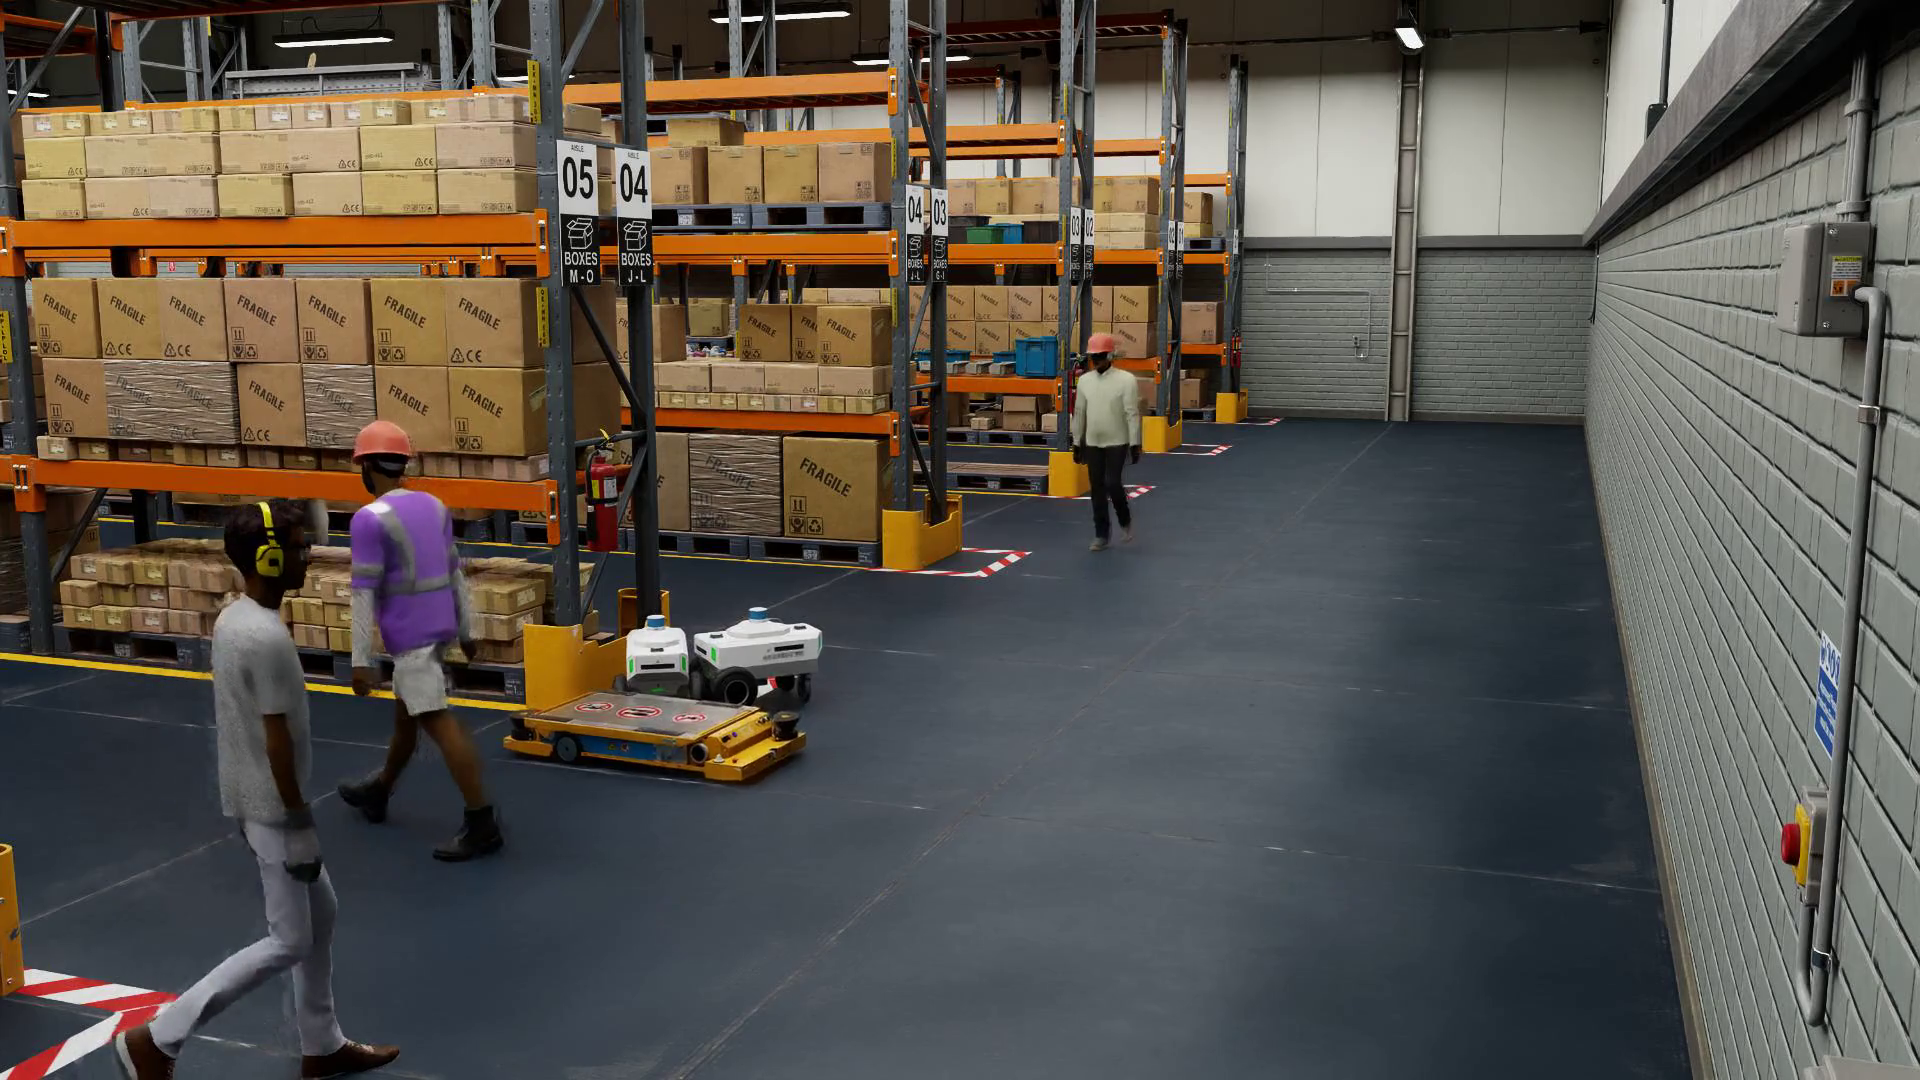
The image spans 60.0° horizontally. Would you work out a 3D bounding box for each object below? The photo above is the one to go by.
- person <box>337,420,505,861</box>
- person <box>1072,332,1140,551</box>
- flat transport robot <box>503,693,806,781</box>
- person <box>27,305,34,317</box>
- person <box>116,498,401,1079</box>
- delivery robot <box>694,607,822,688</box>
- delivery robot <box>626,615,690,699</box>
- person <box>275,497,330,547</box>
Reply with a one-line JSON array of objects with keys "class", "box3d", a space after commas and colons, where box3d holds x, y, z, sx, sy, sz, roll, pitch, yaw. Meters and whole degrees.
[{"class": "person", "box3d": [-2.430, 0.424, 7.262, 1.042, 1.861, 0.613, 3, 9, 16]}, {"class": "person", "box3d": [1.304, -0.881, 14.996, 0.652, 1.979, 0.462, 6, 11, 33]}, {"class": "flat transport robot", "box3d": [-1.586, 0.993, 8.631, 1.431, 0.197, 0.652, 4, 10, 23]}, {"class": "person", "box3d": [-18.594, -3.746, 33.180, 0.511, 1.890, 0.648, 2, 9, 10]}, {"class": "person", "box3d": [-2.107, 0.802, 4.941, 0.721, 1.845, 0.527, -5, 10, -27]}, {"class": "delivery robot", "box3d": [-1.169, 0.636, 9.683, 0.707, 0.478, 0.477, -5, 10, -27]}, {"class": "delivery robot", "box3d": [-1.725, 0.670, 9.472, 0.477, 0.478, 0.707, -2, 9, -11]}, {"class": "person", "box3d": [-5.128, -0.349, 12.830, 0.751, 1.614, 0.519, 5, 10, 29]}]
